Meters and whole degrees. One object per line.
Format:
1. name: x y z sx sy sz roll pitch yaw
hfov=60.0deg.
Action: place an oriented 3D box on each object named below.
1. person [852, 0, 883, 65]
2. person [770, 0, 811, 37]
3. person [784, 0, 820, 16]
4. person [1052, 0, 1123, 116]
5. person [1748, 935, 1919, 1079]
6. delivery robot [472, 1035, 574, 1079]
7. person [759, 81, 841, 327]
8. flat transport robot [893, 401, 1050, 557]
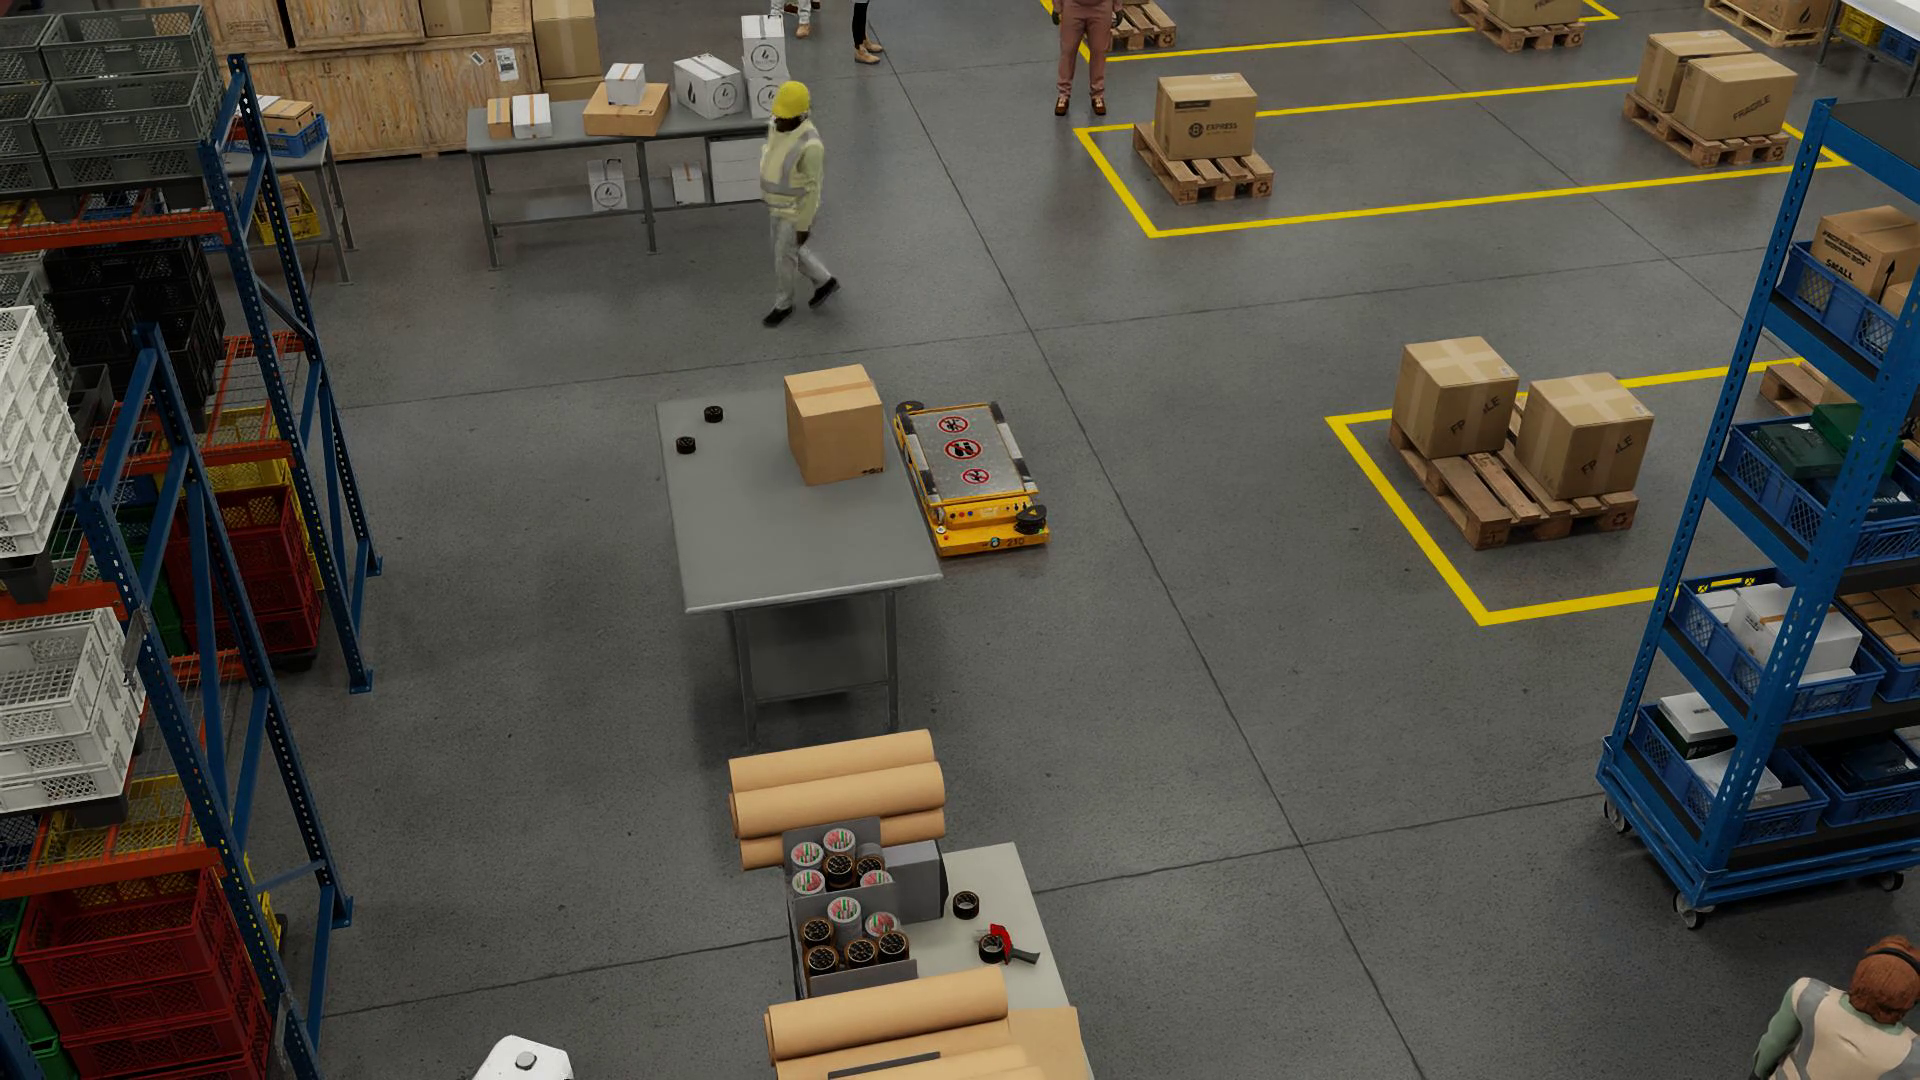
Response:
1. person: -0.895 -5.324 15.500 0.318 1.697 0.535 3 37 4
2. person: -1.677 -5.781 15.999 0.621 1.838 0.429 11 38 14
3. person: -1.631 -6.173 16.497 0.518 1.873 0.328 -18 40 -23
4. person: 1.104 -4.614 14.374 0.644 1.904 0.399 1 37 1
5. person: 2.966 1.980 5.738 0.518 1.632 0.314 30 46 34
6. delivery robot: -1.744 2.225 6.229 0.477 0.478 0.707 11 38 15
7. person: -1.130 -2.314 11.381 0.593 1.788 0.643 -17 40 -22
8. flat transport robot: 0.046 -0.430 10.108 0.652 0.197 1.431 -8 37 -10
